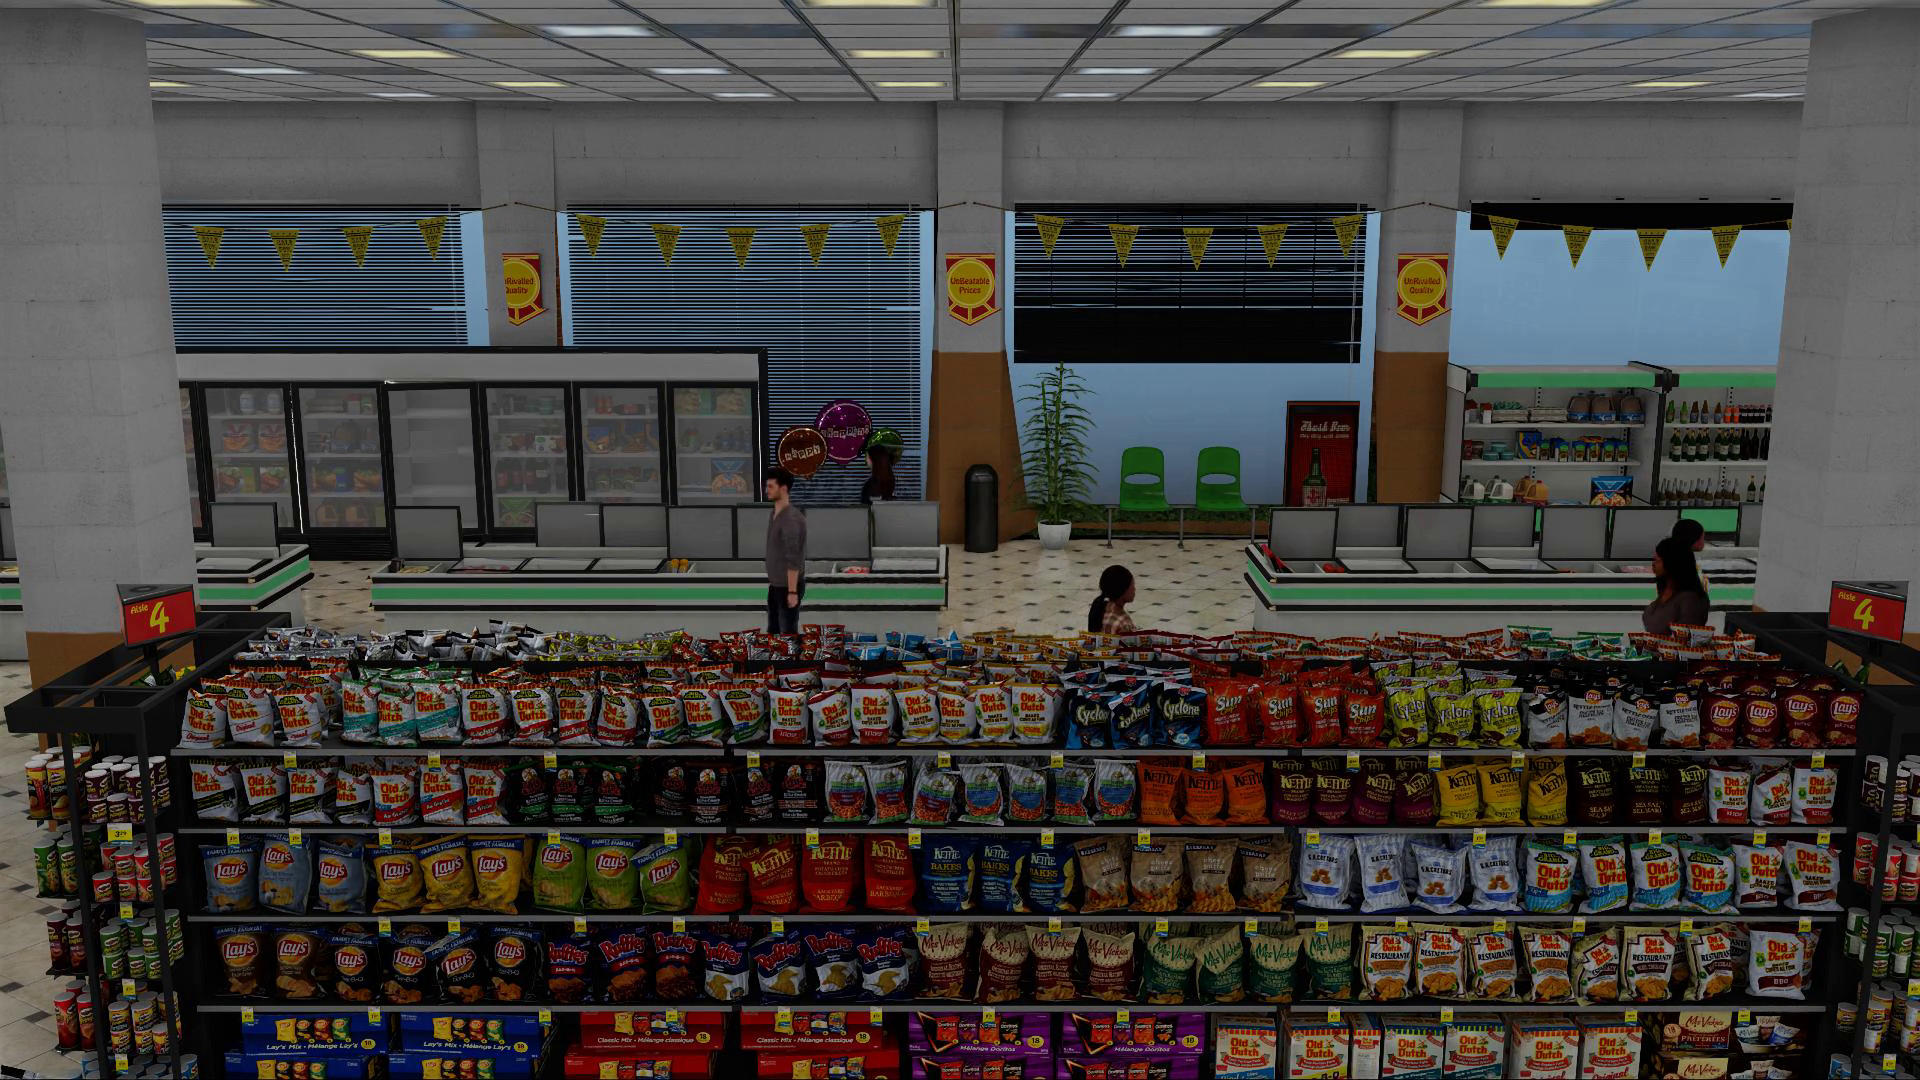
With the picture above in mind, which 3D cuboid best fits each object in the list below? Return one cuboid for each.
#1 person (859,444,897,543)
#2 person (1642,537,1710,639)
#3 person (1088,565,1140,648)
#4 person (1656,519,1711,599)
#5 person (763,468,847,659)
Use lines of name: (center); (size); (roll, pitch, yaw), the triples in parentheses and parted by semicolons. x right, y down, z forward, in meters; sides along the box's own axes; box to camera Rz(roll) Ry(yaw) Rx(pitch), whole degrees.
person: (-0.720, -0.123, 16.229); (1.019, 1.623, 0.789); (4, 12, 17)
person: (4.809, 0.893, 10.953); (0.876, 1.807, 0.715); (-2, 12, -10)
person: (0.890, 1.055, 10.288); (1.120, 1.766, 0.779); (-4, 12, -16)
person: (5.072, 0.728, 11.775); (0.599, 1.792, 0.642); (-2, 12, -12)
person: (-1.297, 0.365, 13.267); (1.107, 1.887, 0.894); (-4, 12, -18)
